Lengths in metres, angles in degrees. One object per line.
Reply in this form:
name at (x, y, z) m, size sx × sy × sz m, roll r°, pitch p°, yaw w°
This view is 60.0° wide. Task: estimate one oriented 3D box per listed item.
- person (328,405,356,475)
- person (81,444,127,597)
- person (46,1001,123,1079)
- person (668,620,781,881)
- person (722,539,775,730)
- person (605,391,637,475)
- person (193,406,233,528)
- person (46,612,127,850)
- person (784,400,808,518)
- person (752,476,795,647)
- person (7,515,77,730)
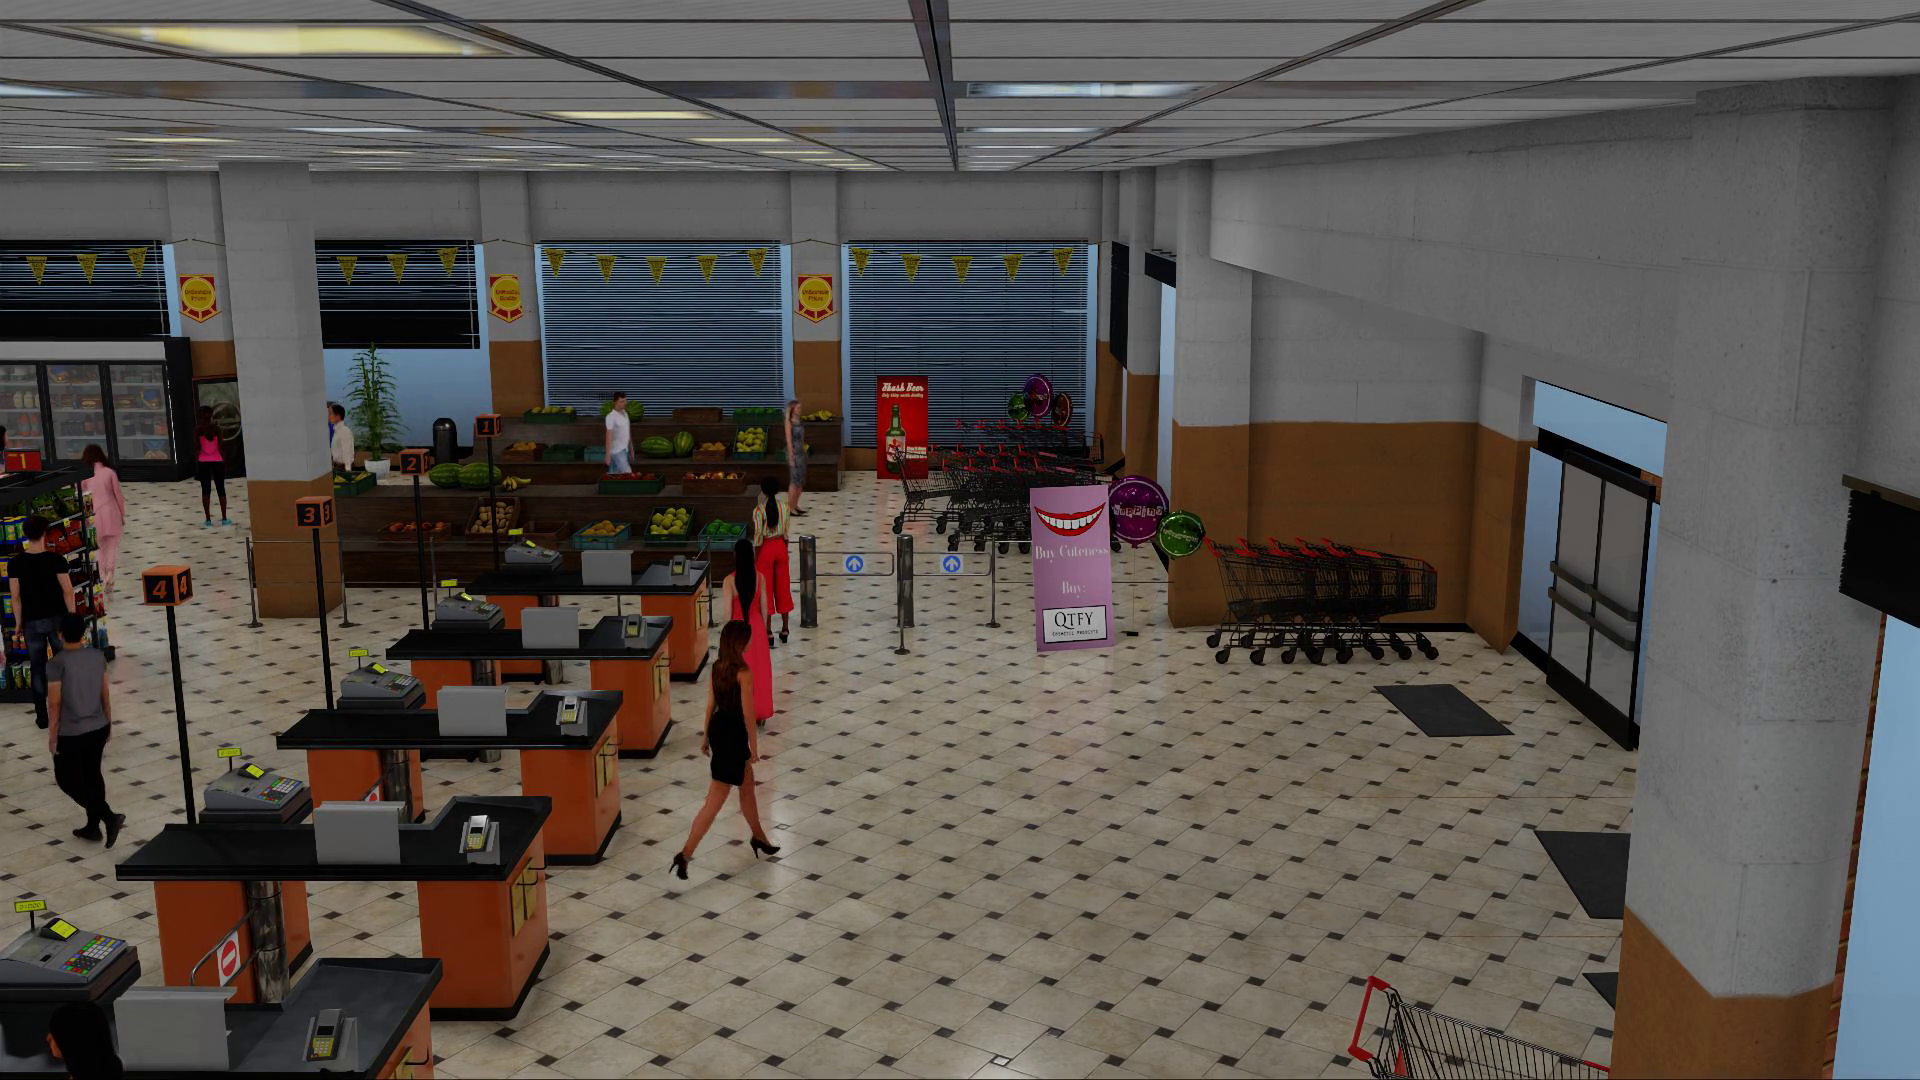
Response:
person at (-8.446, -0.980, 23.054) m, size 0.808 × 1.802 × 0.778 m, roll -5°, pitch 13°, yaw -24°
person at (-10.010, -0.200, 19.436) m, size 1.144 × 1.766 × 0.947 m, roll -4°, pitch 13°, yaw -20°
person at (-3.386, 2.576, 6.545) m, size 0.604 × 1.645 × 0.695 m, roll -3°, pitch 12°, yaw -13°
person at (-1.659, 1.485, 11.379) m, size 1.141 × 1.789 × 1.216 m, roll 11°, pitch 16°, yaw 42°
person at (-1.880, 0.836, 14.616) m, size 0.675 × 1.725 × 0.774 m, roll -7°, pitch 14°, yaw -31°
person at (-5.065, -1.236, 24.303) m, size 1.357 × 1.788 × 0.922 m, roll 3°, pitch 12°, yaw 12°
person at (-10.639, -1.058, 23.616) m, size 0.581 × 1.724 × 0.691 m, roll -4°, pitch 13°, yaw -18°
person at (-6.272, 1.389, 11.955) m, size 1.024 × 1.740 × 0.835 m, roll 5°, pitch 13°, yaw 23°
person at (-2.444, -1.208, 24.393) m, size 0.673 × 1.695 × 0.672 m, roll 5°, pitch 13°, yaw 22°
person at (-1.970, 0.207, 17.439) m, size 0.638 × 1.794 × 0.736 m, roll -8°, pitch 14°, yaw -32°
person at (-8.108, 0.721, 14.746) m, size 0.643 × 1.897 × 0.801 m, roll -4°, pitch 13°, yaw -20°
